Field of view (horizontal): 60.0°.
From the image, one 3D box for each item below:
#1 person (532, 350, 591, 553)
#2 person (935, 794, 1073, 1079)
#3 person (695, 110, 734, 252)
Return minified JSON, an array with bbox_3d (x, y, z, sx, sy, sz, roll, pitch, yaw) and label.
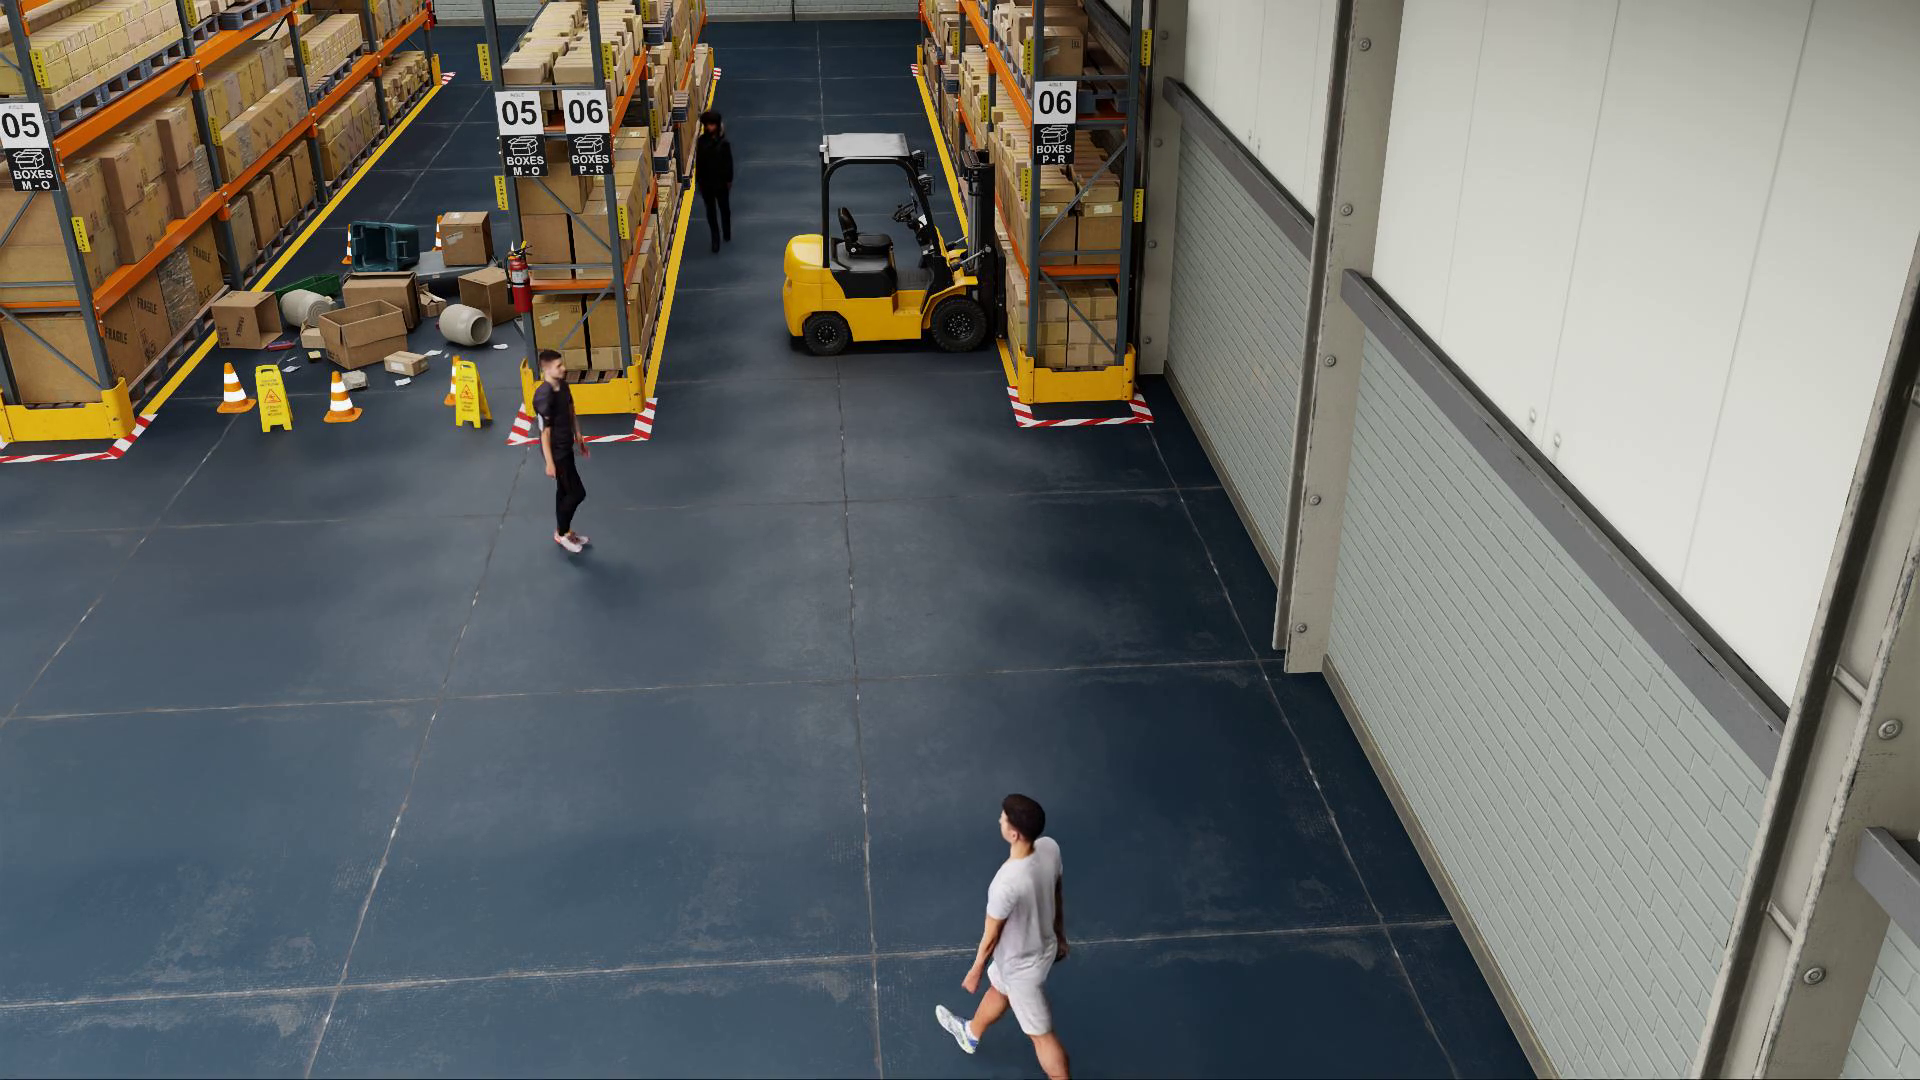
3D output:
[{"bbox_3d":[-3.365,-0.732,13.697,0.745,1.752,0.600,2,27,4],"label":"person"},{"bbox_3d":[0.392,2.094,8.158,1.198,1.797,1.232,16,31,28],"label":"person"},{"bbox_3d":[-3.126,-4.593,21.180,0.661,1.766,0.822,0,27,0],"label":"person"}]
